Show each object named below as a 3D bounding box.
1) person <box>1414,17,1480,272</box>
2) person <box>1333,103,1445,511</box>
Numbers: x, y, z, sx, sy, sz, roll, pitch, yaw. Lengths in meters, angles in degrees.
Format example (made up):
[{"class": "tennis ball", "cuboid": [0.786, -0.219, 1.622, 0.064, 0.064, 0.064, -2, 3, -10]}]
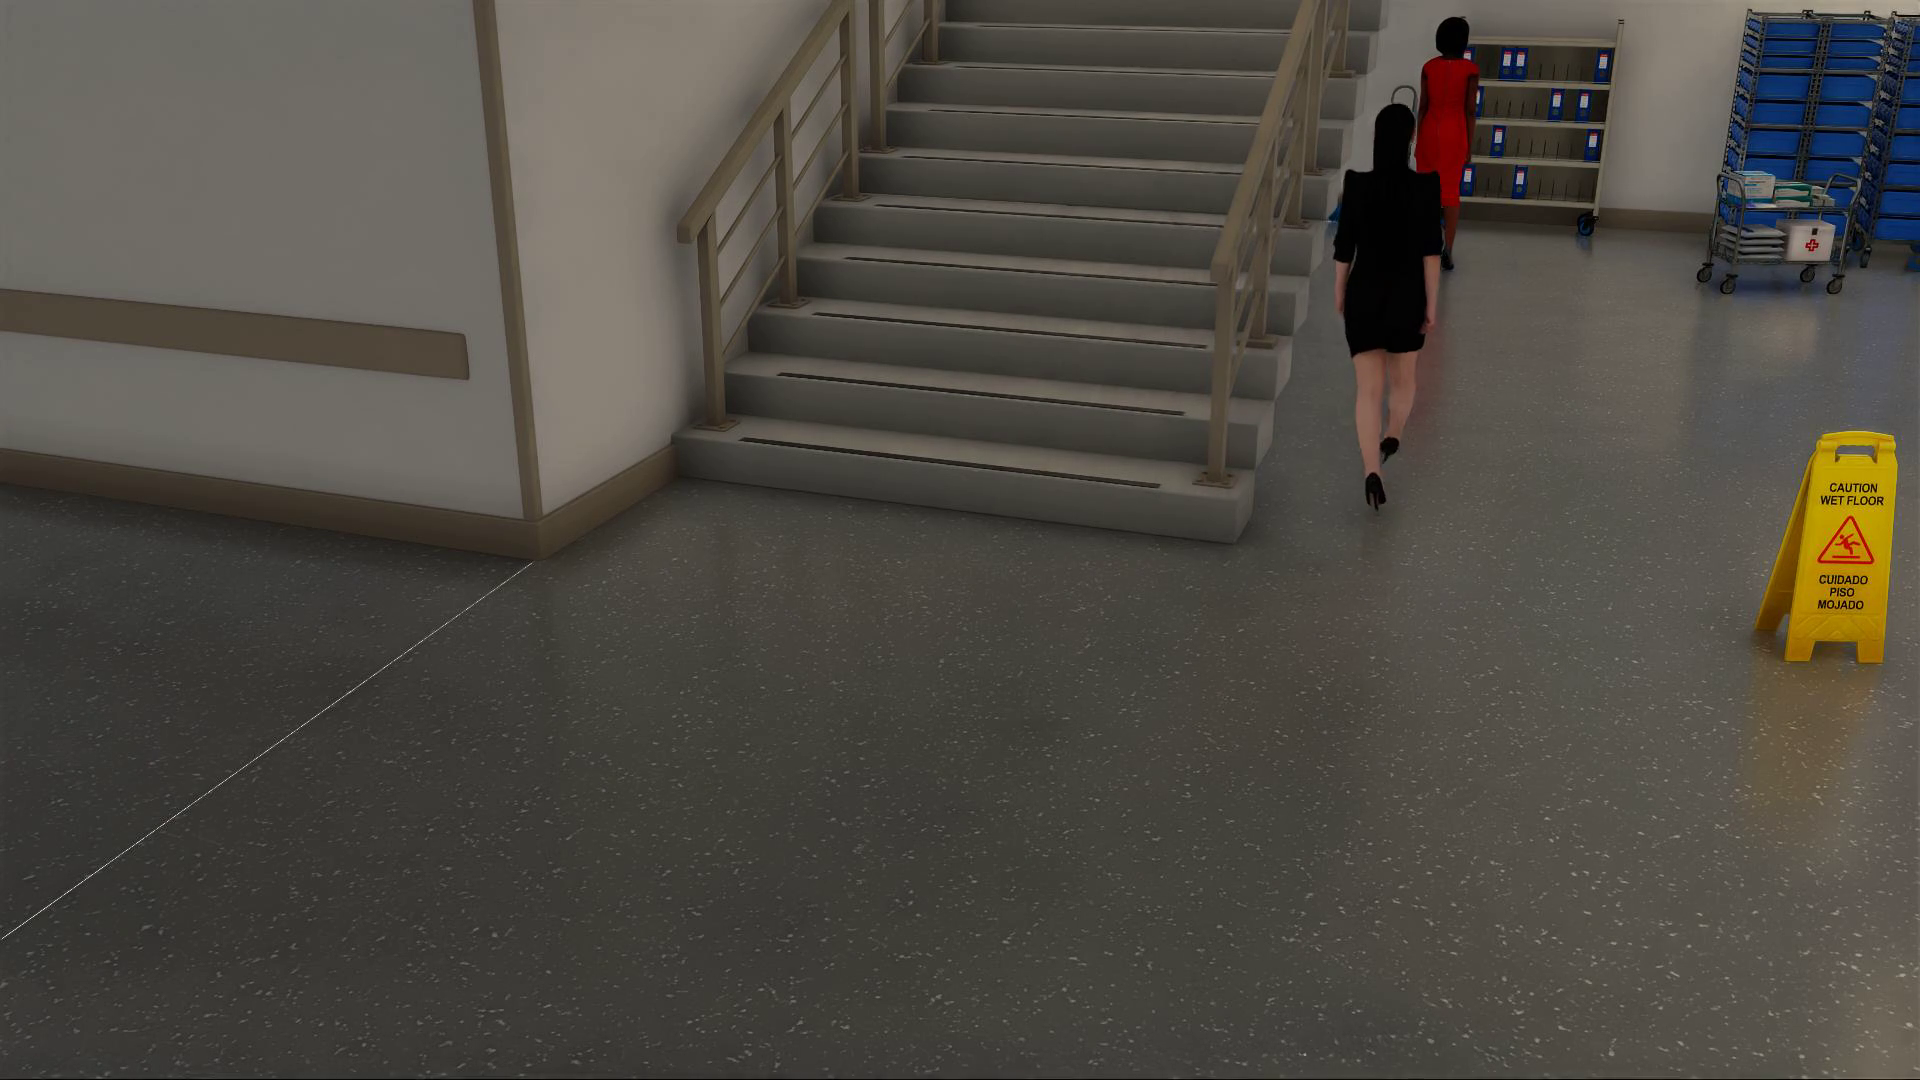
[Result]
[{"class": "person", "cuboid": [3.427, -2.804, 11.819, 0.588, 1.740, 0.554, 11, 23, 27]}, {"class": "person", "cuboid": [1.789, -0.936, 7.001, 0.688, 1.658, 1.032, 5, 21, 13]}]
